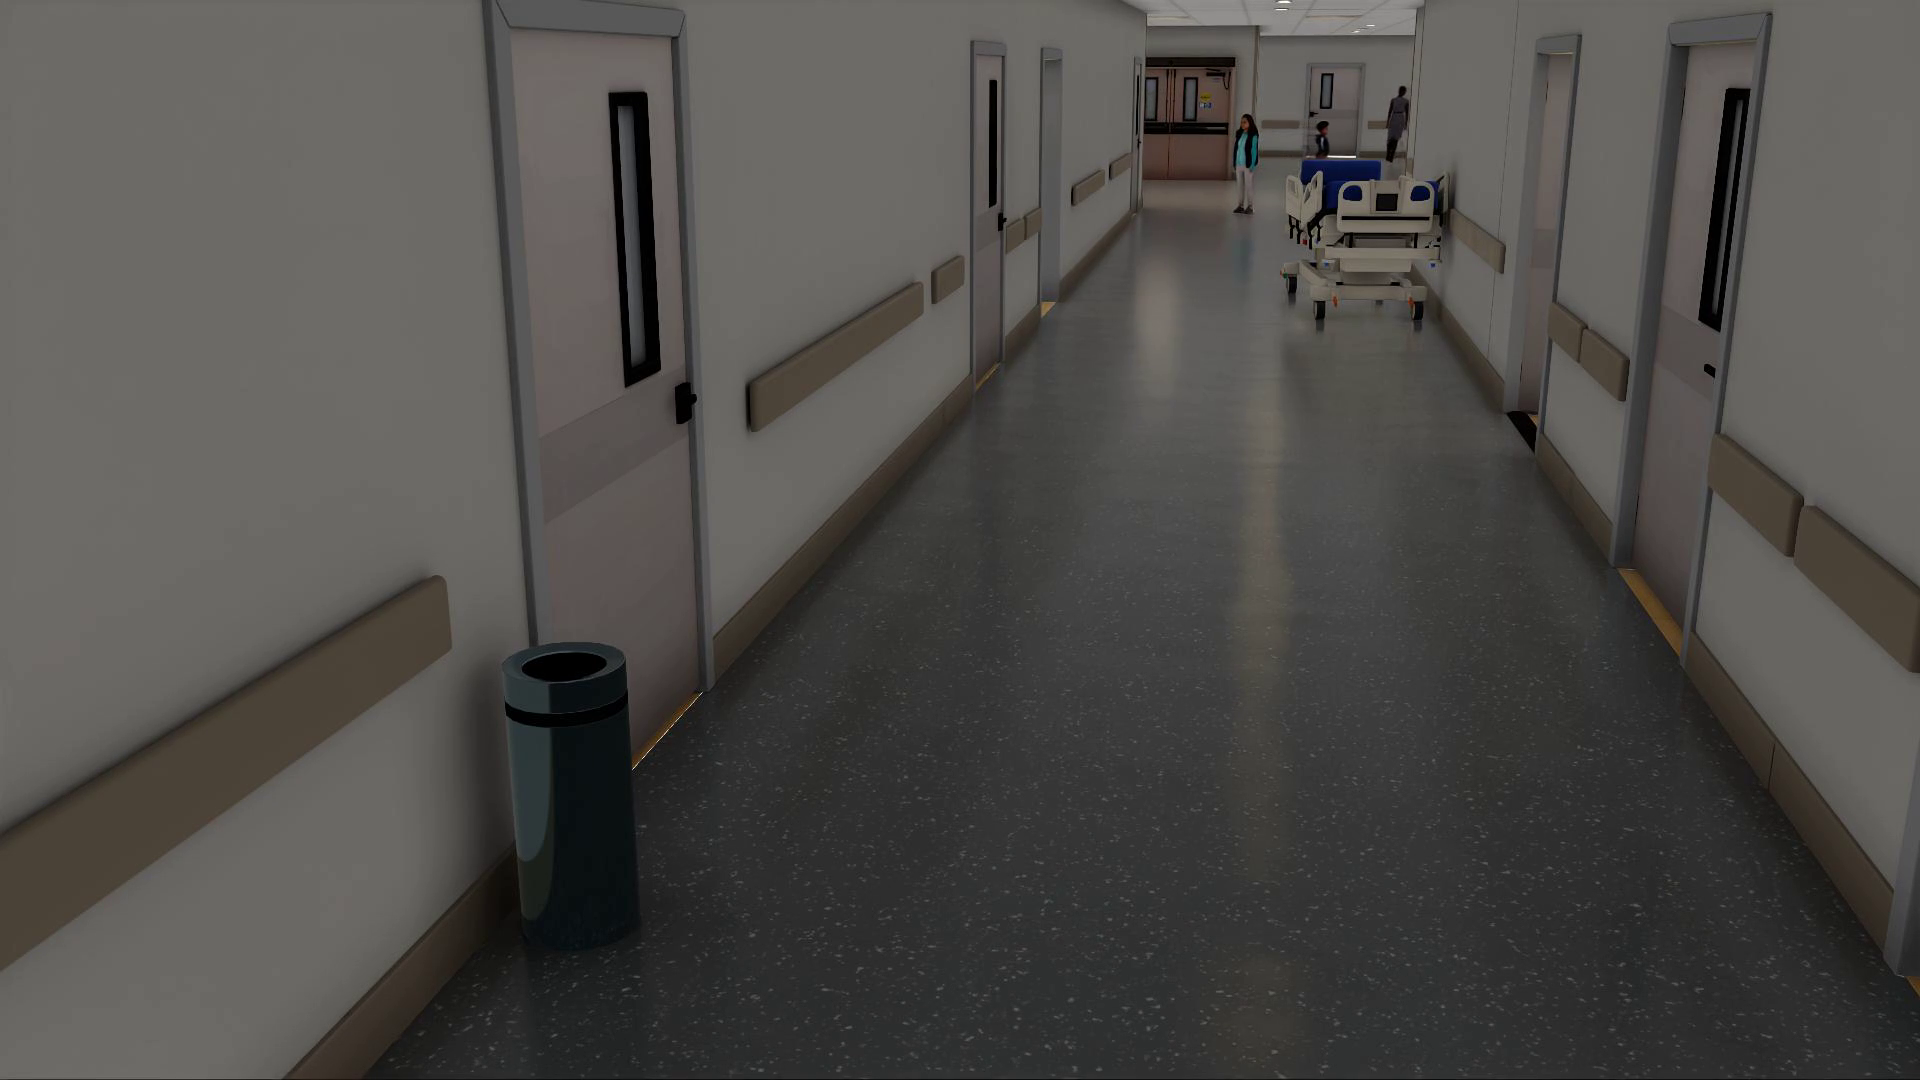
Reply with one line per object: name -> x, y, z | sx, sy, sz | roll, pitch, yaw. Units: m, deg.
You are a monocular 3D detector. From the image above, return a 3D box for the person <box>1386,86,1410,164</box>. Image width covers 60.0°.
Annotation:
person -> 10.343, -9.798, 39.311 | 0.805, 1.757, 0.825 | 6, 17, 19

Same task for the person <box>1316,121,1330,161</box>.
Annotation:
person -> 6.784, -7.275, 31.364 | 0.732, 1.214, 0.591 | 6, 17, 20

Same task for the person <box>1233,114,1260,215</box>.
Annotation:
person -> 4.377, -5.763, 25.473 | 0.735, 1.500, 0.671 | -12, 20, -36
